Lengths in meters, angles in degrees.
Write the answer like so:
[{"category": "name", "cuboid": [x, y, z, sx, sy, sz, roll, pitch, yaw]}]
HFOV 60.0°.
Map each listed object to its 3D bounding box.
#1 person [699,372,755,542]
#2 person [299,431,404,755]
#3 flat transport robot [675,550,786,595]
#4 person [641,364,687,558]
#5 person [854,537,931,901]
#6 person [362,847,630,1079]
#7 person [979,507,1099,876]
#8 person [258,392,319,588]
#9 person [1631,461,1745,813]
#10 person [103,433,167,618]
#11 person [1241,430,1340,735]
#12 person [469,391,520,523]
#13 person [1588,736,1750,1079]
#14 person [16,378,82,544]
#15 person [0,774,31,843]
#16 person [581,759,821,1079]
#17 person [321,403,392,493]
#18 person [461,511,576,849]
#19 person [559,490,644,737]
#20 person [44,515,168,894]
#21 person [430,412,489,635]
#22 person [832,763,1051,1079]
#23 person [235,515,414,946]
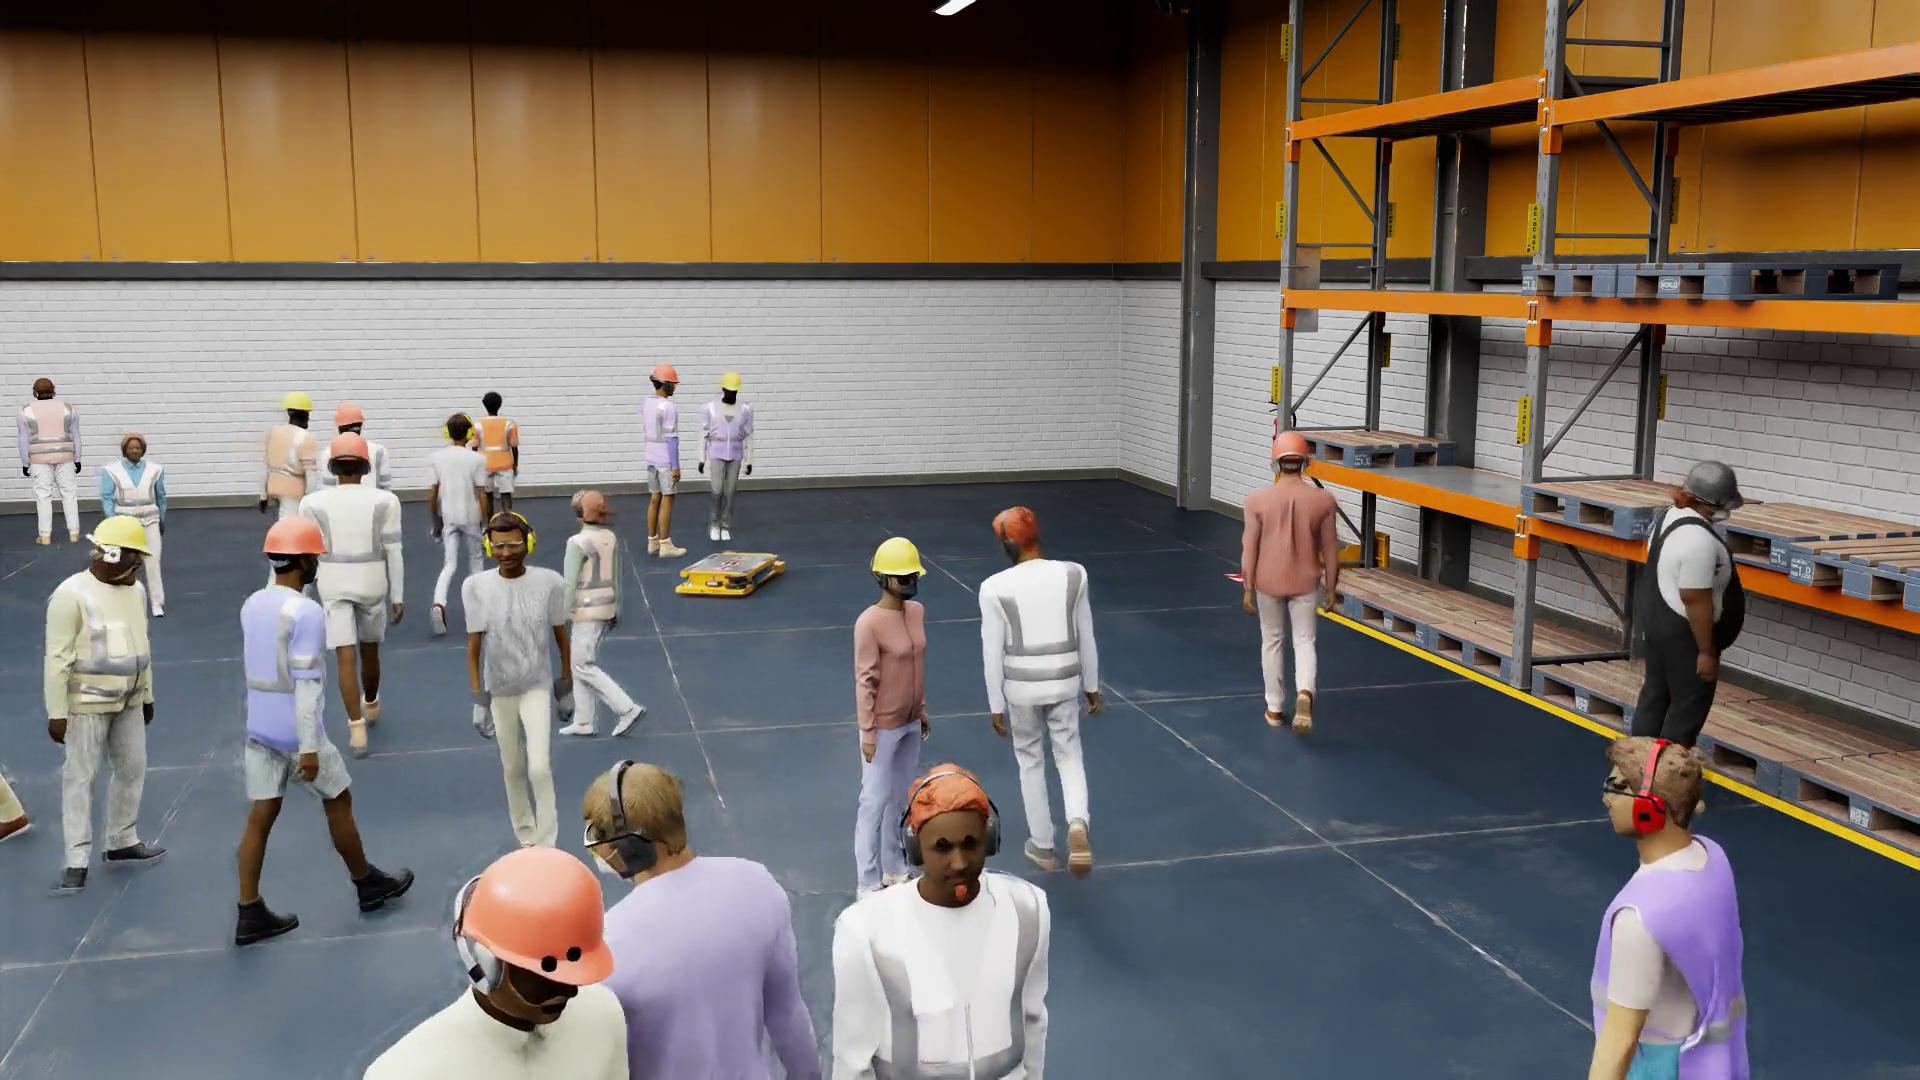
[{"category": "person", "cuboid": [-2.582, -0.921, 18.502, 0.617, 1.895, 0.558, -3, 10, -19]}, {"category": "person", "cuboid": [-3.866, 0.304, 10.579, 0.629, 1.985, 1.057, -3, 10, -20]}, {"category": "flat transport robot", "cuboid": [-2.179, 0.304, 15.930, 0.652, 0.197, 1.431, 2, 9, 10]}, {"category": "person", "cuboid": [-3.112, -0.837, 17.573, 0.393, 2.034, 0.610, -7, 12, -38]}, {"category": "person", "cuboid": [-0.296, 0.859, 7.815, 0.322, 1.767, 0.533, 5, 11, 30]}, {"category": "person", "cuboid": [-0.933, 1.510, 3.268, 1.019, 1.931, 0.647, 6, 11, 33]}, {"category": "person", "cuboid": [0.421, 0.765, 8.132, 0.644, 1.849, 0.723, -2, 9, -11]}, {"category": "person", "cuboid": [-6.235, -0.447, 15.666, 0.597, 1.864, 0.963, 5, 10, 27]}, {"category": "person", "cuboid": [4.082, 0.473, 9.367, 0.535, 2.000, 0.907, 0, 9, 3]}, {"category": "person", "cuboid": [-7.253, -0.152, 14.633, 0.510, 1.601, 0.826, -6, 11, -32]}, {"category": "person", "cuboid": [2.135, 0.283, 10.754, 0.635, 1.976, 0.758, 1, 9, 6]}, {"category": "person", "cuboid": [-5.164, -0.809, 18.500, 0.540, 1.685, 0.536, -3, 10, -19]}, {"category": "person", "cuboid": [1.676, 1.392, 4.286, 0.641, 1.823, 0.587, 7, 11, 35]}, {"category": "person", "cuboid": [-10.048, -0.872, 18.386, 0.627, 1.844, 0.429, -7, 11, -37]}, {"category": "person", "cuboid": [-5.125, 0.864, 8.362, 0.514, 1.580, 0.893, 6, 11, 32]}, {"category": "person", "cuboid": [-0.634, 1.426, 3.959, 0.948, 1.876, 0.702, 7, 11, 37]}, {"category": "person", "cuboid": [-5.035, -0.185, 13.953, 0.591, 1.916, 0.622, -8, 12, -40]}, {"category": "person", "cuboid": [-2.151, 0.774, 8.102, 0.505, 1.838, 0.728, -1, 9, -7]}, {"category": "person", "cuboid": [-2.326, 0.483, 10.633, 0.547, 1.616, 0.536, 1, 9, 9]}, {"category": "person", "cuboid": [-4.226, 0.795, 8.159, 0.406, 1.796, 0.714, 2, 9, 14]}, {"category": "person", "cuboid": [-4.190, -0.146, 13.882, 0.524, 1.843, 0.853, 0, 9, 3]}, {"category": "person", "cuboid": [-0.070, 1.423, 4.083, 0.578, 1.850, 0.935, -4, 10, -23]}, {"category": "person", "cuboid": [-2.969, 0.831, 7.593, 0.574, 1.888, 0.942, 6, 11, 33]}]
